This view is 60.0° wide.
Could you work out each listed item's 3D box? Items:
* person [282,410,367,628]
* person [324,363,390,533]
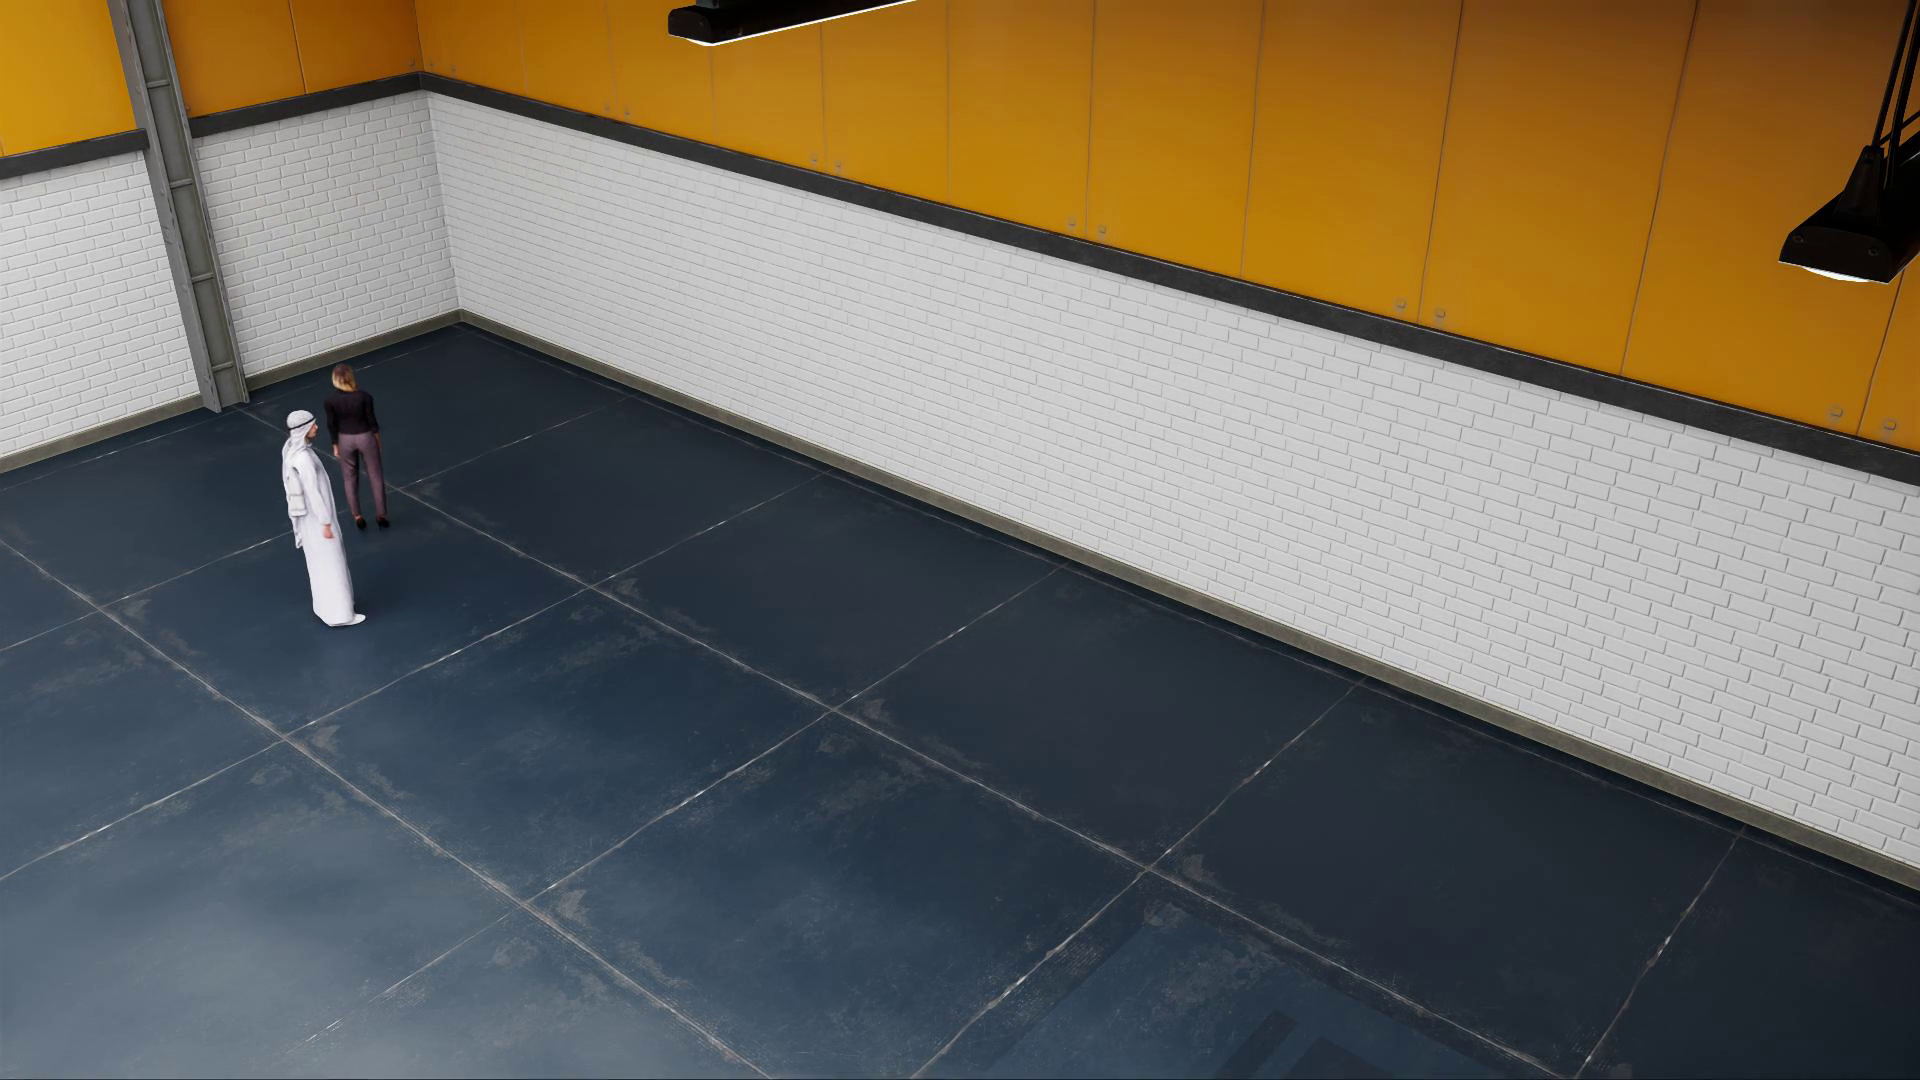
[{"bbox_3d":[-5.393,-0.185,13.928,0.748,1.929,0.775,-17,33,-28],"label":"person"},{"bbox_3d":[-5.572,-0.847,15.411,0.651,1.670,0.734,-6,29,-11],"label":"person"}]
